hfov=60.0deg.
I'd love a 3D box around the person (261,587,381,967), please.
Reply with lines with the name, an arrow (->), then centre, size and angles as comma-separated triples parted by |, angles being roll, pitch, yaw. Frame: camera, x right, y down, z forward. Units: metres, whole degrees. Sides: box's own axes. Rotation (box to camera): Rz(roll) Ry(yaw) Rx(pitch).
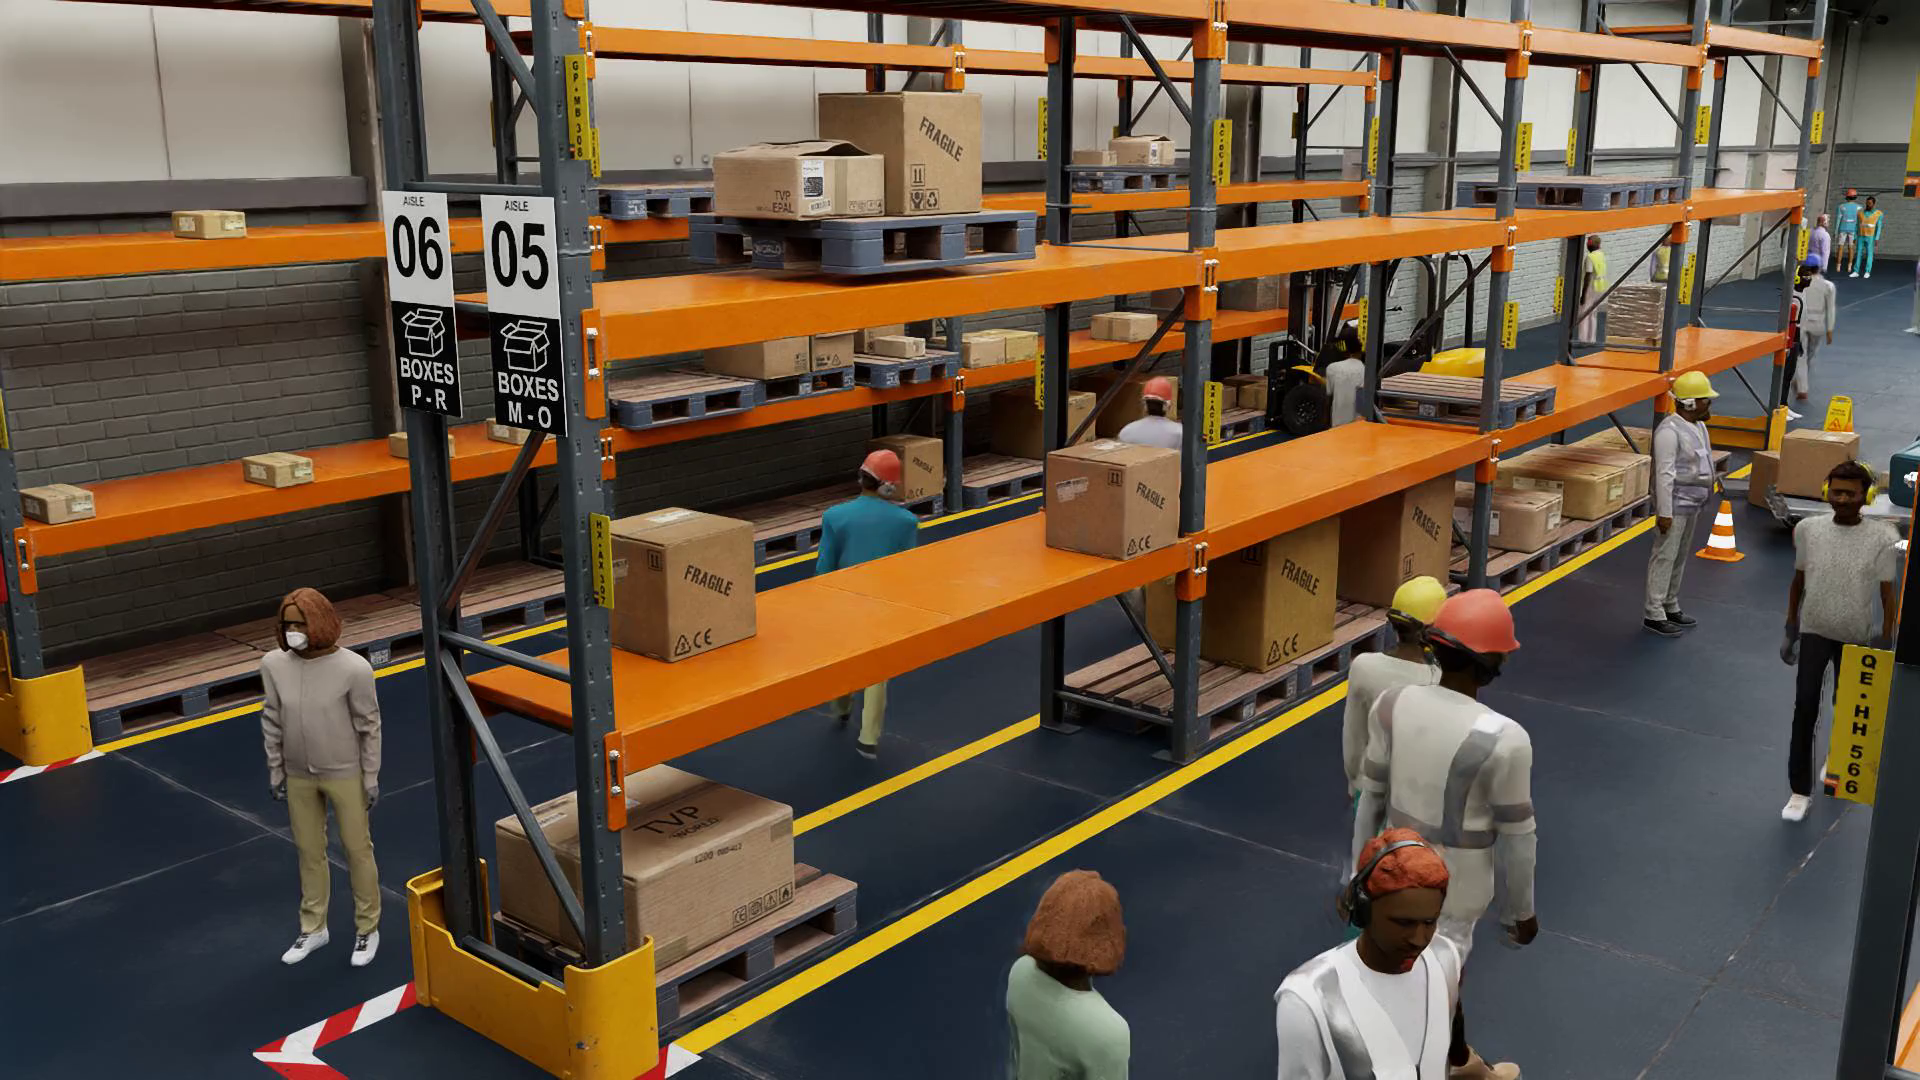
person -> -2.636, 0.983, 6.904 | 0.501, 1.633, 0.282 | 2, 14, 8

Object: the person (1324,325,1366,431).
person -> 3.330, -0.891, 14.085 | 0.562, 1.854, 0.418 | 11, 18, 39

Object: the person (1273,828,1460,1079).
person -> 0.969, 1.575, 3.977 | 0.573, 1.885, 0.357 | -10, 17, -34

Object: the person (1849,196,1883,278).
person -> 21.744, -7.261, 39.880 | 0.391, 1.922, 0.587 | -11, 18, -38

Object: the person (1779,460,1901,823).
person -> 4.537, 0.472, 8.581 | 0.529, 1.833, 0.926 | 10, 17, 34

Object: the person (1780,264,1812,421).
person -> 10.099, -2.392, 20.152 | 0.514, 1.876, 0.328 | -13, 19, -43

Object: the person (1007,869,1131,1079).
person -> 0.305, 1.620, 4.320 | 0.338, 1.619, 0.524 | -8, 16, -30

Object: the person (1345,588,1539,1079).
person -> 1.572, 1.136, 5.556 | 1.067, 1.994, 0.614 | -8, 16, -28

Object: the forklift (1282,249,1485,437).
forklift -> 4.886, -2.214, 18.767 | 2.313, 2.155, 1.214 | 11, 18, 38

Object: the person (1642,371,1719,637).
person -> 4.999, -0.255, 11.533 | 0.404, 1.832, 0.601 | 12, 18, 41

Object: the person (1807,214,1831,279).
person -> 16.408, -5.267, 31.825 | 0.396, 1.899, 0.640 | -1, 14, -5

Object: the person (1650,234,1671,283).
person -> 13.012, -4.845, 30.719 | 0.525, 1.595, 0.876 | 6, 15, 21

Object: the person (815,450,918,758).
person -> -0.533, 0.326, 9.445 | 0.582, 1.695, 0.867 | -1, 14, -3

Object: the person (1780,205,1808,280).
person -> 19.459, -6.952, 38.866 | 0.535, 1.805, 0.853 | 8, 16, 28

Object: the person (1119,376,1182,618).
person -> 1.381, -0.304, 11.937 | 0.568, 1.732, 0.678 | 9, 16, 32

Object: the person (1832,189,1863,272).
person -> 22.146, -7.727, 41.517 | 0.612, 2.048, 0.363 | 3, 14, 12

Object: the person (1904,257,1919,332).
person -> 16.807, -4.397, 28.847 | 0.500, 1.624, 0.515 | 1, 14, 2

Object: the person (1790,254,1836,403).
person -> 11.000, -2.767, 21.658 | 0.612, 1.881, 1.010 | 2, 14, 9

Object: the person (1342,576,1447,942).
person -> 1.747, 1.004, 6.549 | 0.331, 1.768, 0.526 | -13, 19, -43

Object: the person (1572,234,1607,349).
person -> 10.152, -3.989, 26.754 | 0.441, 1.832, 0.589 | 12, 18, 40
